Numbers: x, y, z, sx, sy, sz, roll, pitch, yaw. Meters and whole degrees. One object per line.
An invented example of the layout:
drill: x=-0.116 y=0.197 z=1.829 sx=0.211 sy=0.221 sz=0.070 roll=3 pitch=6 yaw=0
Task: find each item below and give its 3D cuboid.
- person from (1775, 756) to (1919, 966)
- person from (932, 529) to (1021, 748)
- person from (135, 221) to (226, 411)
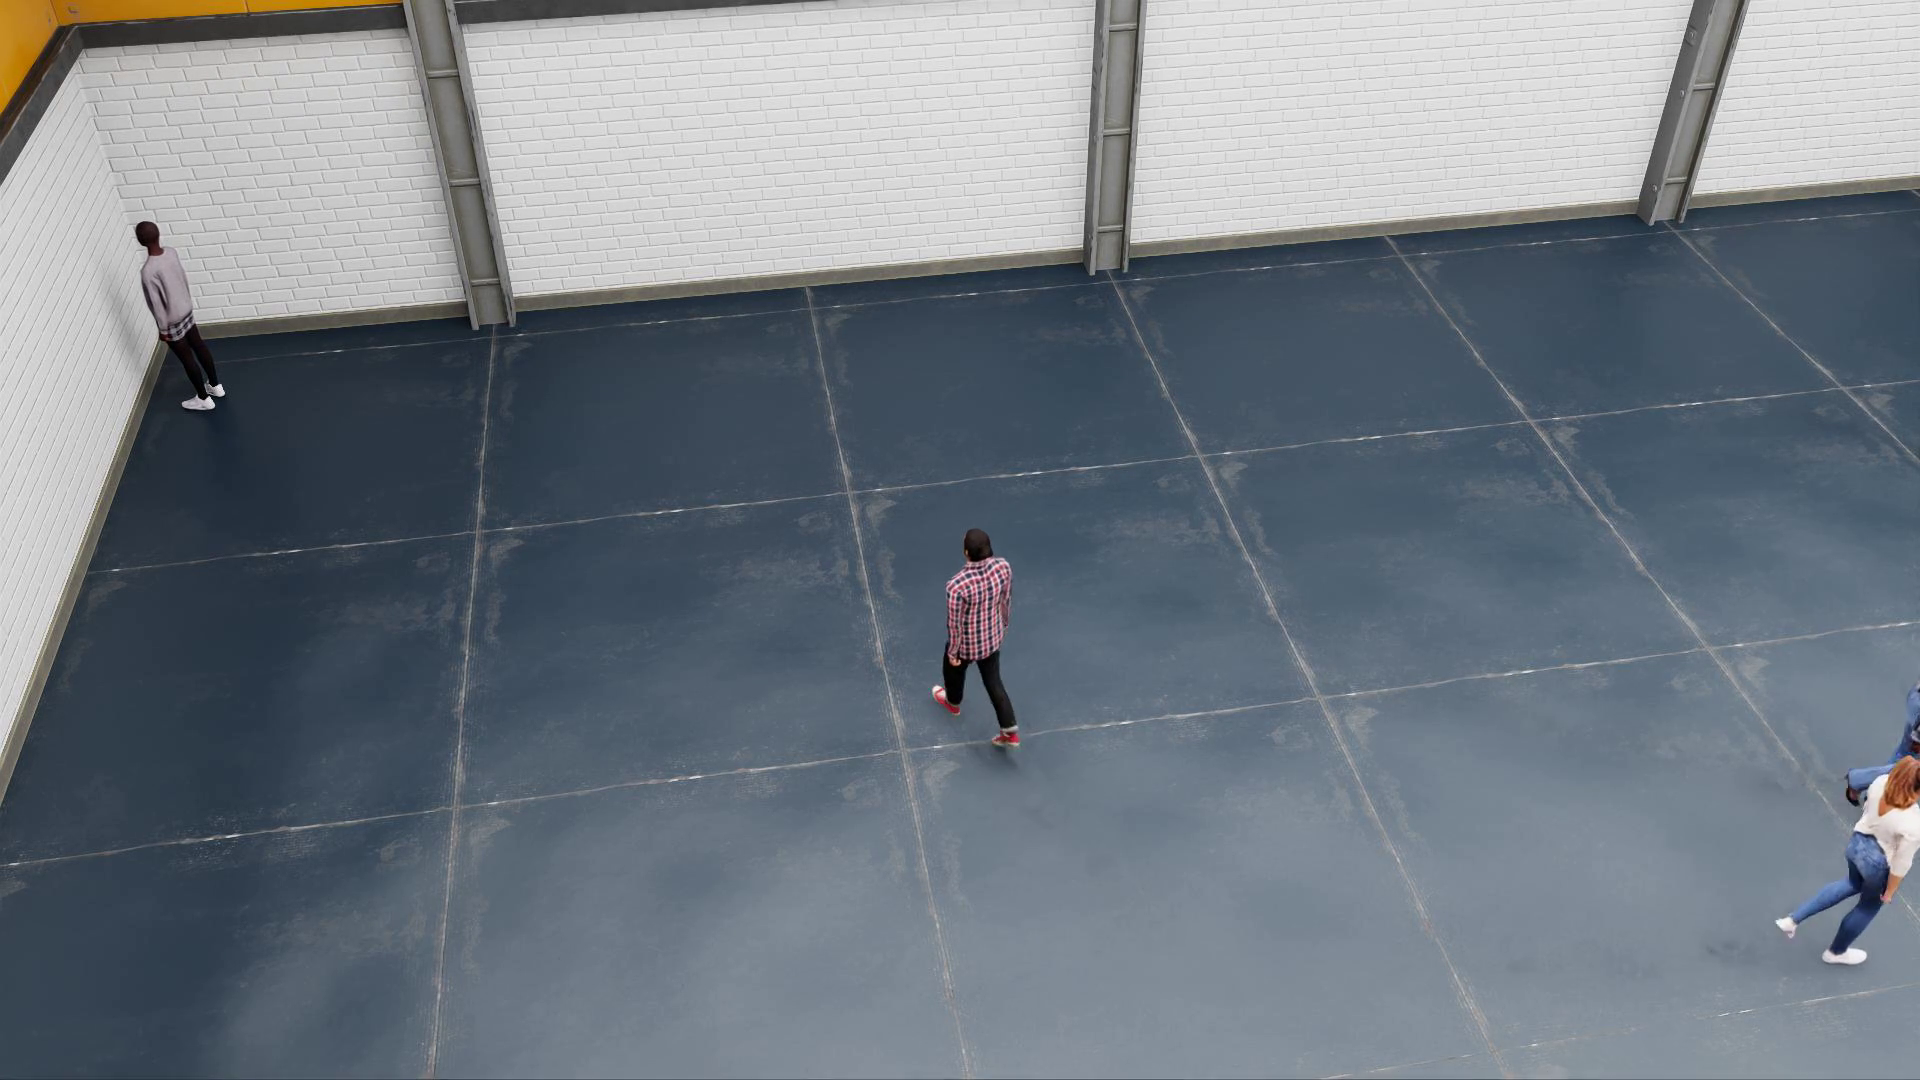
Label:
person: x=5.168 y=1.856 z=9.561 sx=0.811 sy=1.707 sz=0.646 roll=-3 pitch=39 yaw=-4
person: x=0.147 y=0.666 z=11.017 sx=1.175 sy=1.748 sz=1.061 roll=-22 pitch=44 yaw=-25
person: x=-6.708 y=-1.926 z=14.244 sx=0.633 sy=1.771 sz=0.679 roll=6 pitch=39 yaw=7
